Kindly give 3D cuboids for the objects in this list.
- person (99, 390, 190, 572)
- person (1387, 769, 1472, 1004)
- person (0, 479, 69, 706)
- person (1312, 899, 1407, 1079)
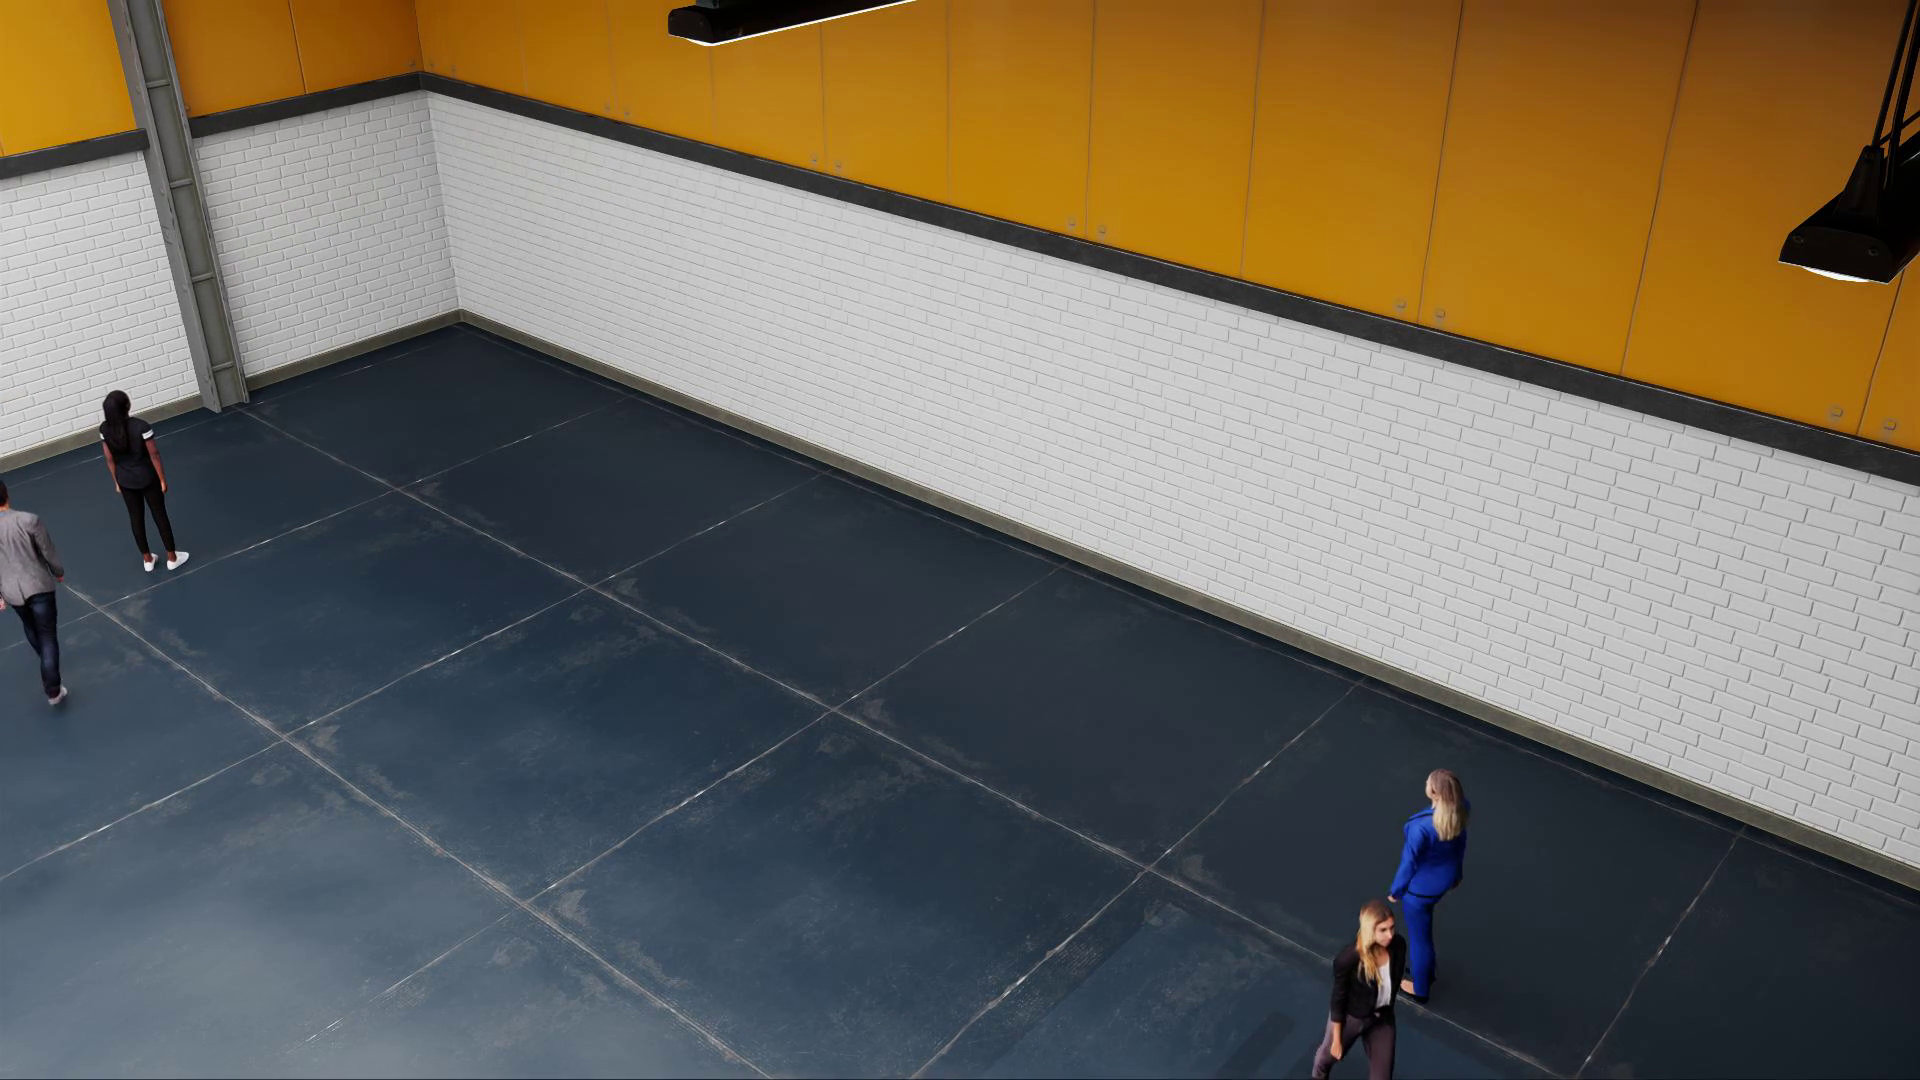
[{"bbox_3d":[-7.294,-0.532,14.773,0.703,1.728,0.759,-2,29,-3],"label":"person"},{"bbox_3d":[2.881,2.116,9.958,0.580,1.691,0.736,-20,34,-32],"label":"person"},{"bbox_3d":[-7.240,0.423,12.918,1.241,1.828,1.208,-7,29,-12],"label":"person"},{"bbox_3d":[2.143,2.605,9.124,1.053,1.631,1.001,-9,30,-16],"label":"person"}]
